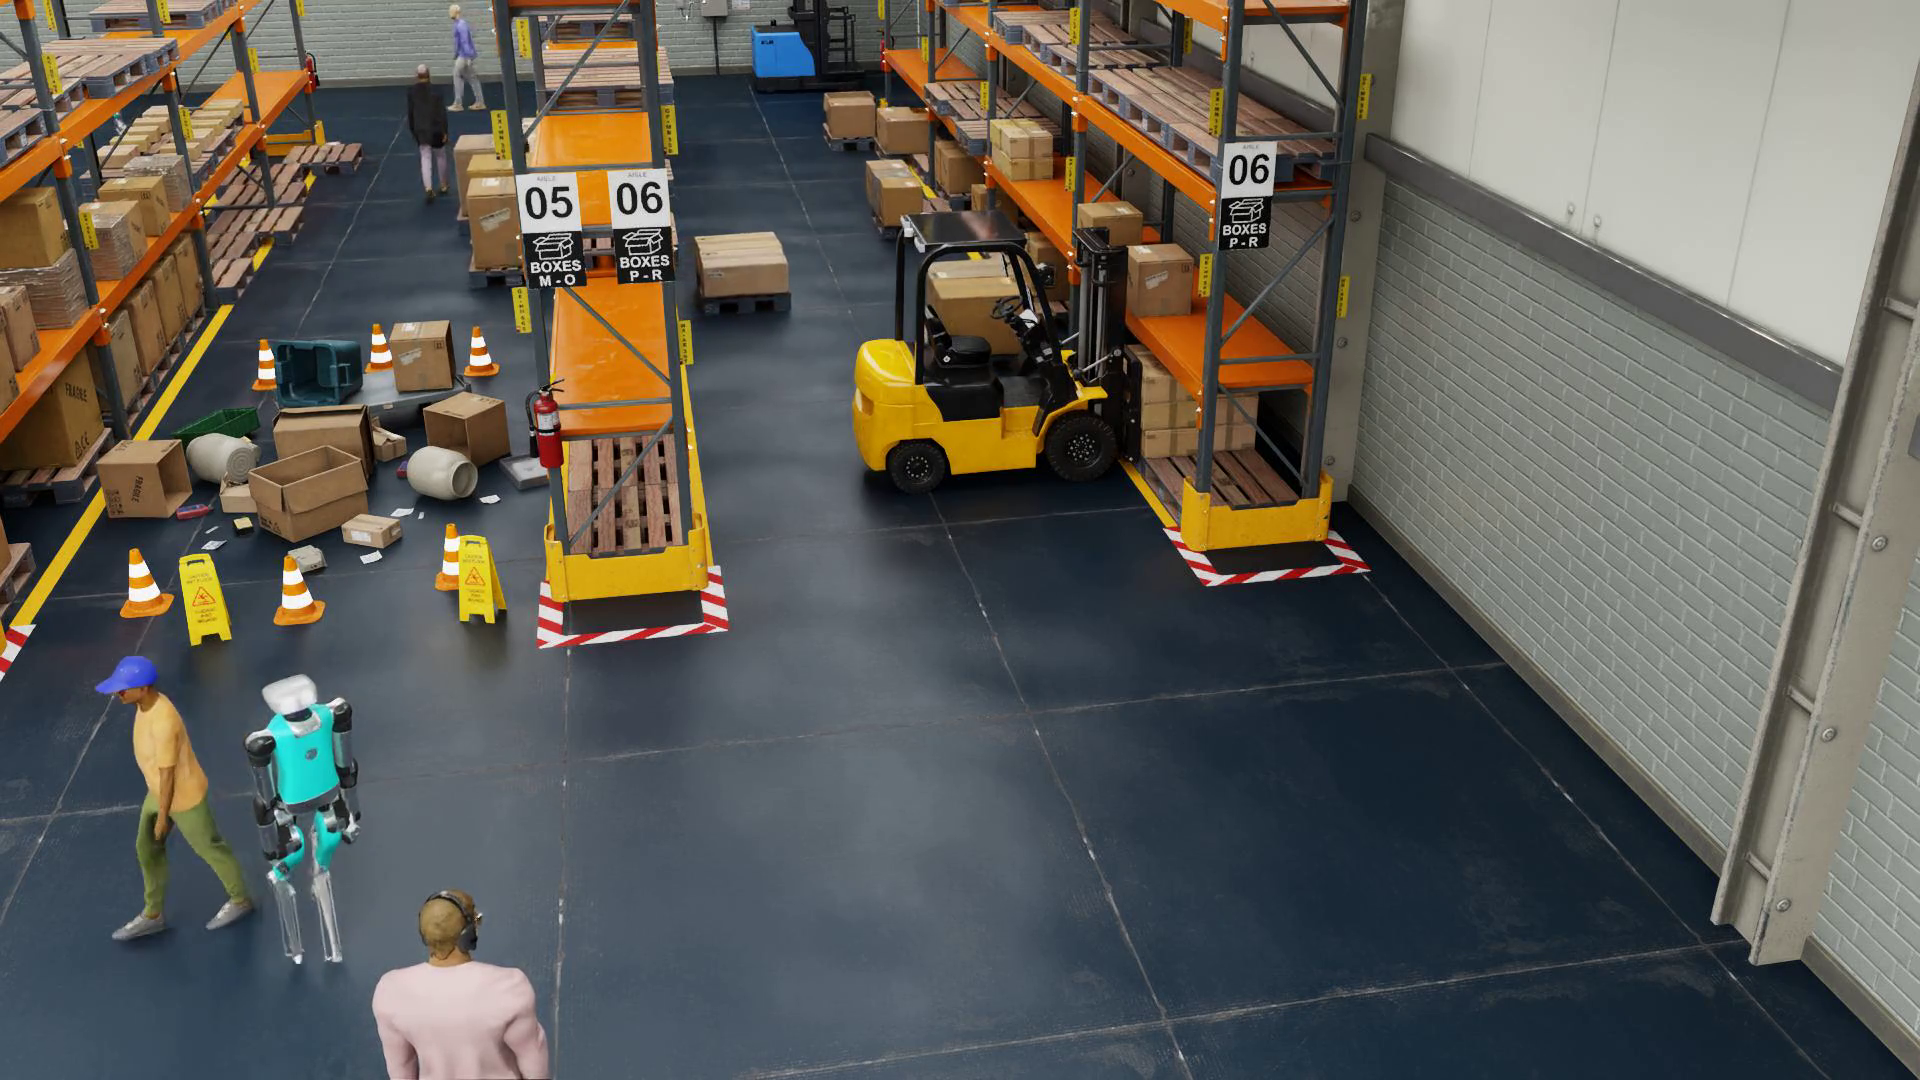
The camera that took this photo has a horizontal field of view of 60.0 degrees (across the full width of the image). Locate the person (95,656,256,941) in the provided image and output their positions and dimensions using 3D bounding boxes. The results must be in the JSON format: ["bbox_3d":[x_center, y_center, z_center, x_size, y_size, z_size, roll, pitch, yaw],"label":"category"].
[{"bbox_3d":[-4.173,1.378,8.620,0.789,1.688,0.446,-22,33,-38],"label":"person"}]

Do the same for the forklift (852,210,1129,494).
[{"bbox_3d":[0.216,-1.659,14.366,2.313,2.155,1.214,-5,26,-10],"label":"forklift"}]

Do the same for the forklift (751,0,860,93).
[{"bbox_3d":[-2.872,-9.679,30.288,1.873,2.768,1.129,-5,26,-10],"label":"forklift"}]

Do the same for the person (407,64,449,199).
[{"bbox_3d":[-7.428,-5.710,23.241,0.537,1.817,0.955,-3,26,-7],"label":"person"}]

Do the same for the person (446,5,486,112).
[{"bbox_3d":[-8.649,-8.292,28.659,0.791,1.770,0.630,-7,27,-15],"label":"person"}]

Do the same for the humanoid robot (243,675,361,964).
[{"bbox_3d":[-3.395,1.439,8.498,0.769,1.828,0.532,21,33,37],"label":"humanoid robot"}]

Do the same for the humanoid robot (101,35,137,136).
[{"bbox_3d":[-13.439,-7.154,26.397,1.018,1.777,0.531,23,34,39],"label":"humanoid robot"}]

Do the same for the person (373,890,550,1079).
[{"bbox_3d":[-1.921,2.213,6.600,0.627,1.934,0.371,0,26,0],"label":"person"}]
